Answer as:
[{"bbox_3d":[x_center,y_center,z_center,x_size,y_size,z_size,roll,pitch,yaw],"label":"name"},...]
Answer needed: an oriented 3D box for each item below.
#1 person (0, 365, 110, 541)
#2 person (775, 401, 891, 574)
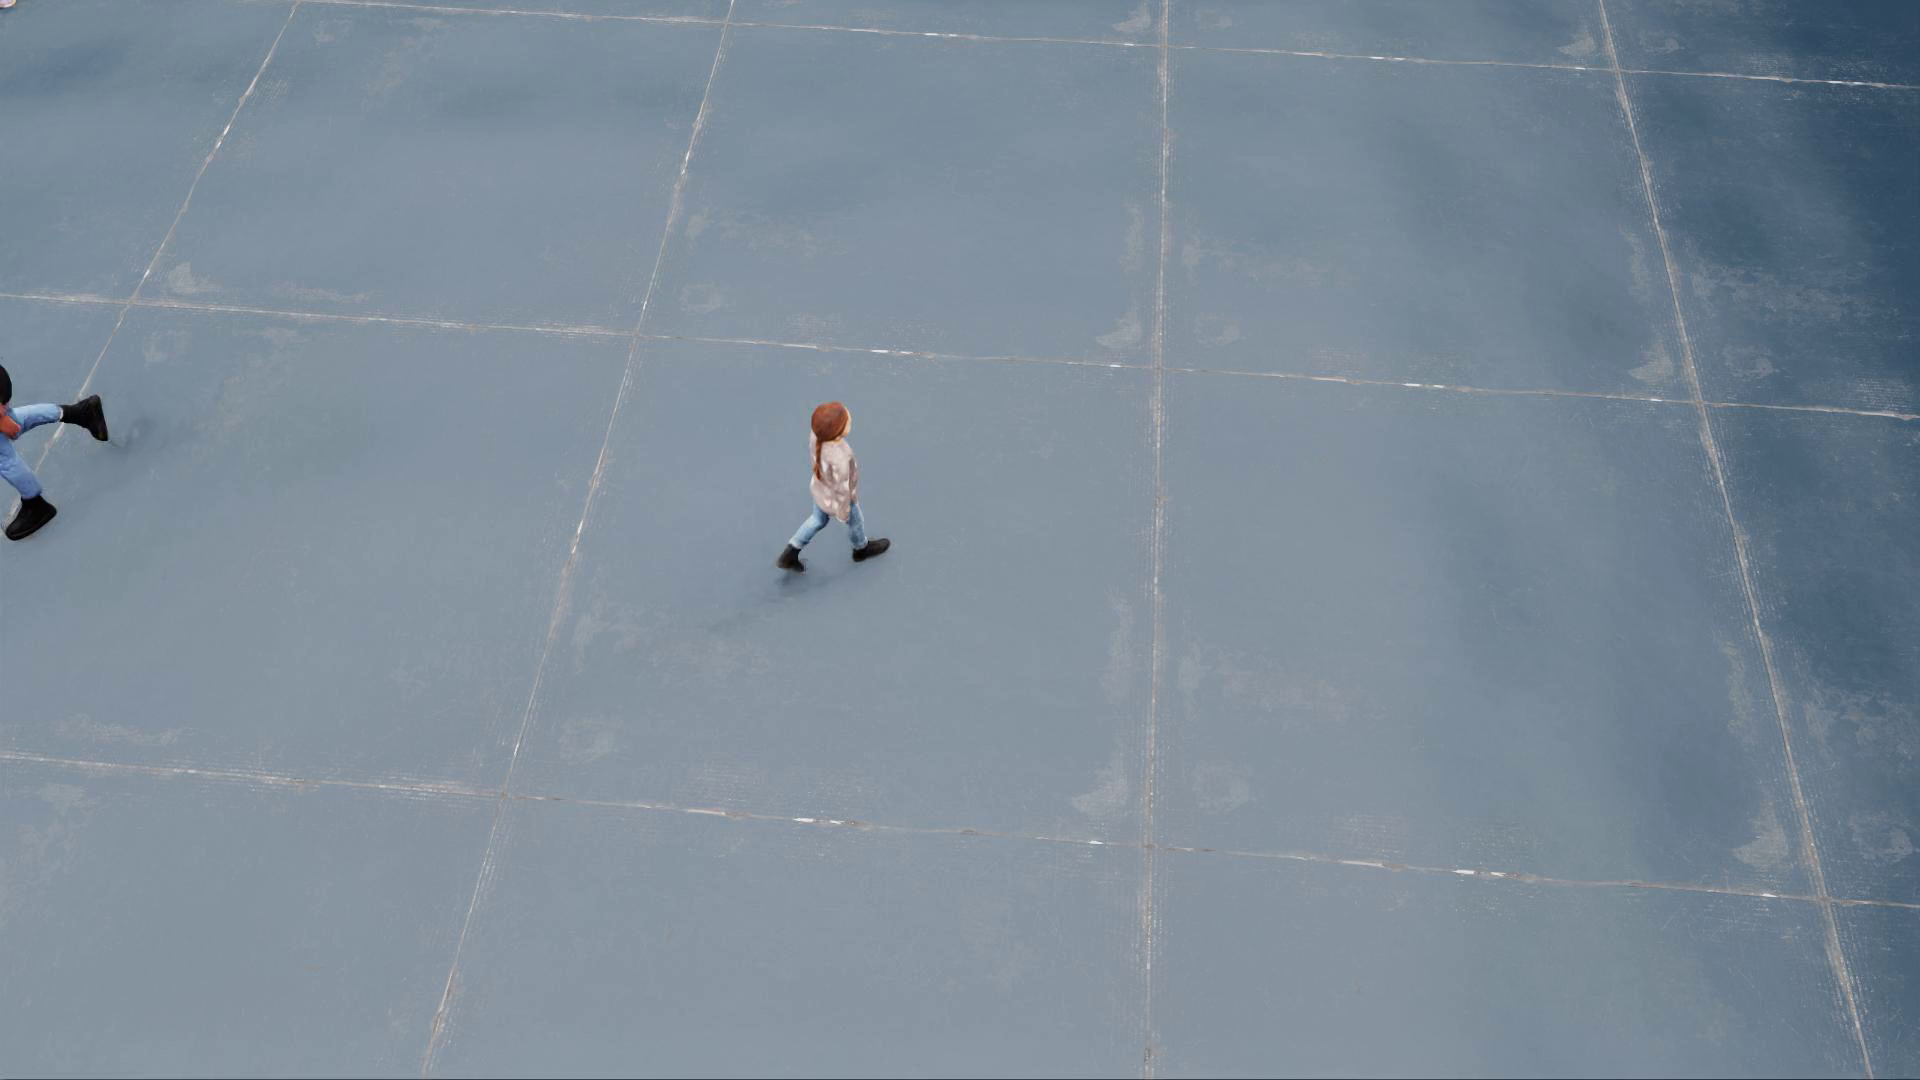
[{"bbox_3d":[-4.719,-0.759,8.167,1.038,1.667,1.009,29,58,21],"label":"person"},{"bbox_3d":[-0.663,-0.227,8.065,0.894,1.178,0.765,-25,56,-18],"label":"person"}]
